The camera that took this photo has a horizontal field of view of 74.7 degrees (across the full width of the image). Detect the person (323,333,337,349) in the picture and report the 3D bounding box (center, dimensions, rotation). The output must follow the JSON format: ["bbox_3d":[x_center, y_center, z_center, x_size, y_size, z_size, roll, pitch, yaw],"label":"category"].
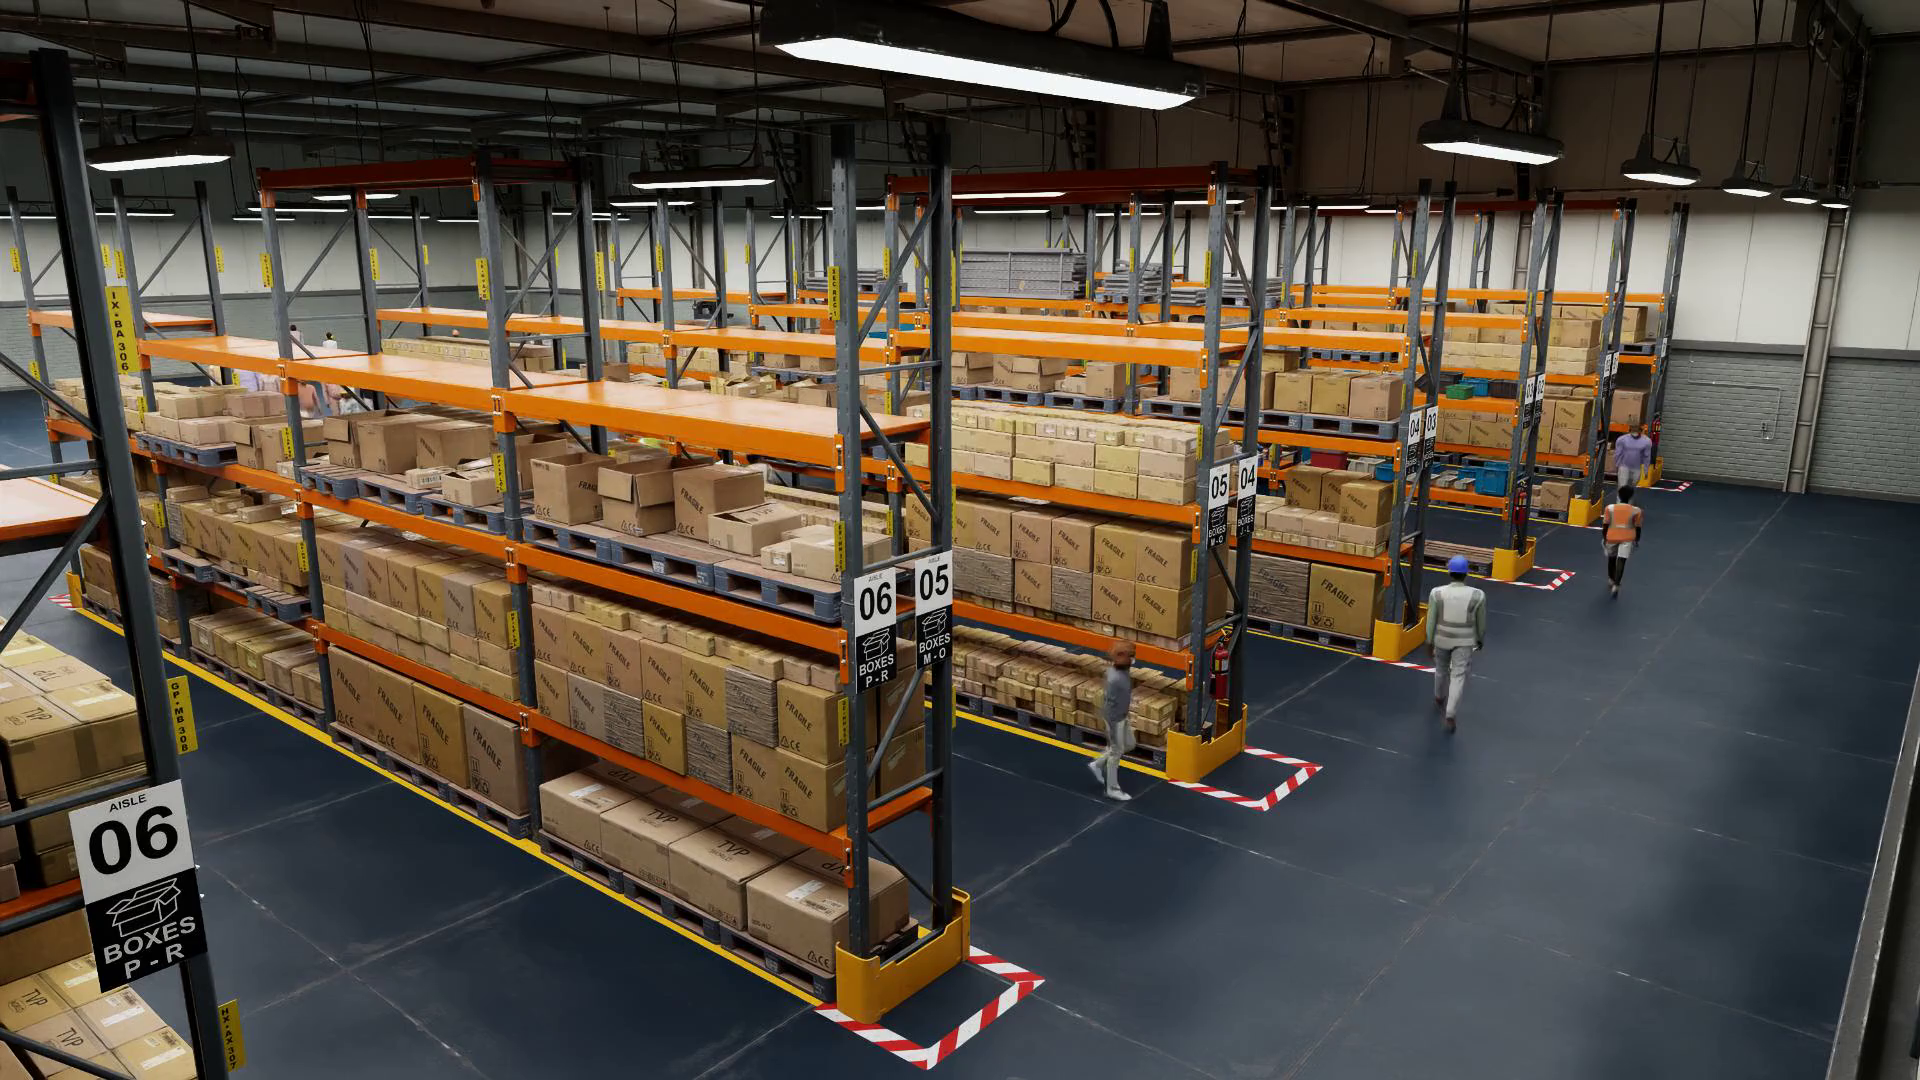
[{"bbox_3d":[-23.061,-6.682,46.233,0.520,1.865,0.328,-2,14,-9],"label":"person"}]

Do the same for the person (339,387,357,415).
[{"bbox_3d":[-15.098,-2.968,31.241,0.494,1.731,0.508,4,14,15],"label":"person"}]

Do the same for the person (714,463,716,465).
[{"bbox_3d":[-4.177,-0.506,21.323,0.361,1.623,0.508,4,14,15],"label":"person"}]

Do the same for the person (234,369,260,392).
[{"bbox_3d":[-21.119,-4.526,37.394,0.655,1.851,0.962,-3,14,-13],"label":"person"}]

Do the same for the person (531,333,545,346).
[{"bbox_3d":[-16.246,-7.230,48.566,0.557,1.820,0.706,-7,15,-27],"label":"person"}]

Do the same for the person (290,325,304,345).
[{"bbox_3d":[-26.600,-7.682,50.425,0.429,1.842,0.636,13,19,43],"label":"person"}]

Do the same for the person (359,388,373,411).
[{"bbox_3d":[-16.217,-3.950,34.722,0.617,1.994,0.381,-10,17,-36],"label":"person"}]

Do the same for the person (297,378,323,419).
[{"bbox_3d":[-16.594,-3.295,32.123,1.008,1.944,0.618,7,15,26],"label":"person"}]

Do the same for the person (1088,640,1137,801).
[{"bbox_3d":[1.494,1.720,12.164,0.428,1.617,0.535,5,15,21],"label":"person"}]

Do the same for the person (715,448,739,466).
[{"bbox_3d":[-4.036,-0.744,21.763,0.337,1.882,0.584,10,17,36],"label":"person"}]

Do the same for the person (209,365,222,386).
[{"bbox_3d":[-22.334,-4.705,38.062,0.548,1.895,0.996,-4,14,-17],"label":"person"}]

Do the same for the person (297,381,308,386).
[{"bbox_3d":[-19.927,-4.662,37.978,0.549,1.836,0.603,-12,18,-39],"label":"person"}]

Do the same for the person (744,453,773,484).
[{"bbox_3d":[-3.345,-0.609,20.922,0.621,2.024,0.738,-9,16,-33],"label":"person"}]

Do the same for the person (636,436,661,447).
[{"bbox_3d":[-6.033,-1.381,24.562,0.914,1.812,0.635,10,17,34],"label":"person"}]

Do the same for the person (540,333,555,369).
[{"bbox_3d":[-16.697,-7.749,50.618,0.641,1.862,1.012,5,14,19],"label":"person"}]

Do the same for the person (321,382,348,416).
[{"bbox_3d":[-17.059,-3.834,34.497,0.682,1.875,0.423,-9,16,-32],"label":"person"}]

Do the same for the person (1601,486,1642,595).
[{"bbox_3d":[10.094,-0.013,19.245,0.536,1.654,0.889,8,16,31],"label":"person"}]

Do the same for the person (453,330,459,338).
[{"bbox_3d":[-18.774,-6.880,47.013,0.550,1.890,0.985,-8,16,-29],"label":"person"}]

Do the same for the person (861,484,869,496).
[{"bbox_3d":[-1.948,-1.421,24.389,0.393,1.966,0.673,7,15,27],"label":"person"}]

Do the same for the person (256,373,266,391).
[{"bbox_3d":[-22.220,-5.159,39.945,0.979,1.882,0.603,-2,14,-9],"label":"person"}]

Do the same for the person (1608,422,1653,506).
[{"bbox_3d":[12.889,-1.344,24.246,0.717,1.862,1.048,4,14,16],"label":"person"}]

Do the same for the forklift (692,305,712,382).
[{"bbox_3d":[-9.511,-7.392,47.124,1.873,2.768,1.129,11,17,38],"label":"forklift"}]

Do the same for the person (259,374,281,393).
[{"bbox_3d":[-20.035,-4.272,36.631,0.527,1.721,0.861,-4,14,-18],"label":"person"}]

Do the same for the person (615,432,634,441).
[{"bbox_3d":[-8.880,-3.529,33.227,0.589,1.887,0.653,3,14,11],"label":"person"}]

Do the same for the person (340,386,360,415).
[{"bbox_3d":[-18.238,-4.425,37.490,0.849,1.600,0.503,8,16,30],"label":"person"}]

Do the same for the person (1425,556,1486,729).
[{"bbox_3d":[5.555,1.108,14.140,0.609,1.896,1.017,7,15,26],"label":"person"}]

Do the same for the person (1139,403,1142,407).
[{"bbox_3d":[3.945,-2.064,27.335,0.625,1.812,0.605,9,16,33],"label":"person"}]
